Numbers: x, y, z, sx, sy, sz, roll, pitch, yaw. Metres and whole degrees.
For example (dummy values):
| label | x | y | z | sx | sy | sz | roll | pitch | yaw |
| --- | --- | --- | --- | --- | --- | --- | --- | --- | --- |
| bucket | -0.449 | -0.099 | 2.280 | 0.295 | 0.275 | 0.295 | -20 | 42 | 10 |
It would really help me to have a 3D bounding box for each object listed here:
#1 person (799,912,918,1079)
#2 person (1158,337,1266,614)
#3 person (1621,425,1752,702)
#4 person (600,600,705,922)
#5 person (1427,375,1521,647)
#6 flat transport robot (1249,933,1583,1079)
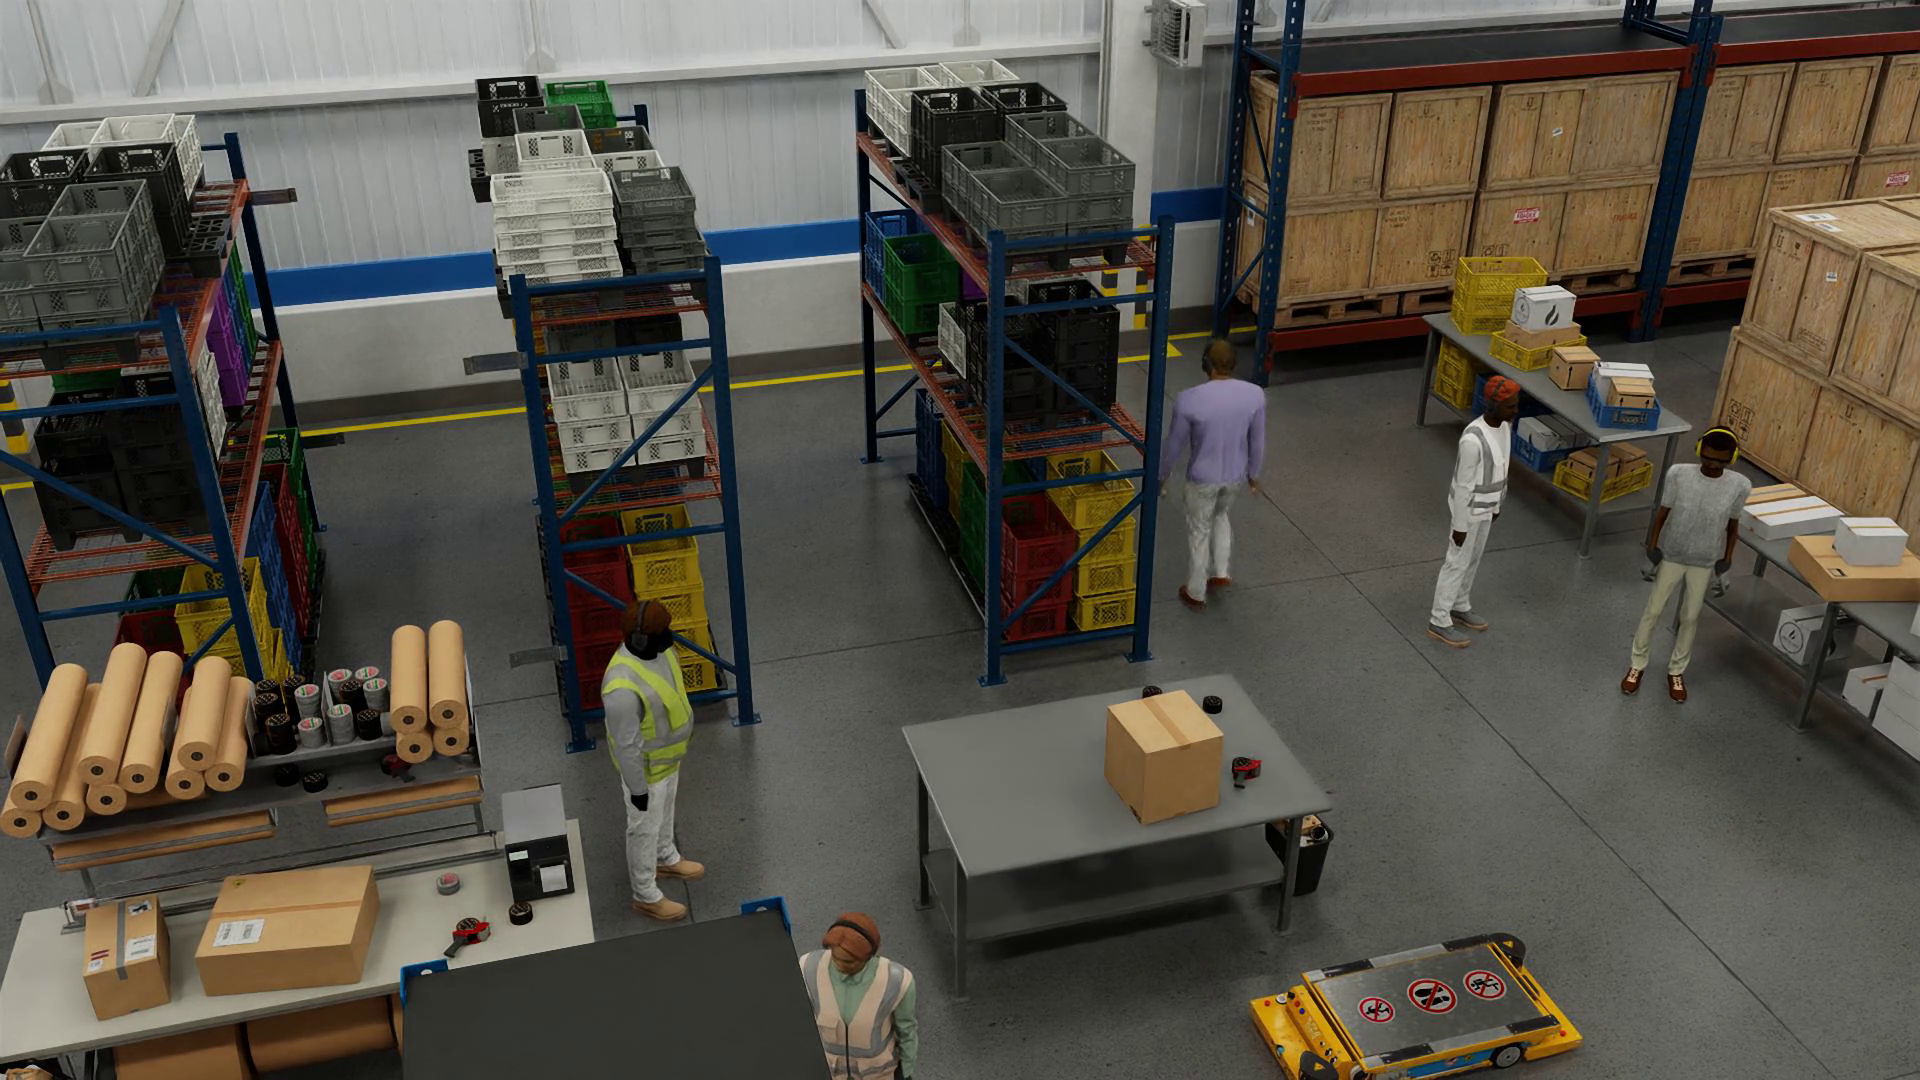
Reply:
| label | x | y | z | sx | sy | sz | roll | pitch | yaw |
| --- | --- | --- | --- | --- | --- | --- | --- | --- | --- |
| person | -0.424 | 2.155 | 6.801 | 0.514 | 1.638 | 0.310 | 5 | 29 | 8 |
| person | 1.696 | -0.425 | 11.212 | 0.693 | 1.910 | 0.455 | -10 | 30 | -17 |
| person | 4.480 | 0.141 | 10.235 | 0.518 | 1.865 | 0.326 | 10 | 30 | 18 |
| person | -1.566 | 1.107 | 8.514 | 0.430 | 1.837 | 0.629 | 4 | 29 | 7 |
| person | 3.364 | -0.202 | 10.848 | 0.343 | 1.877 | 0.578 | 22 | 35 | 34 |
| flat transport robot | 2.184 | 2.282 | 7.980 | 1.431 | 0.197 | 0.652 | -8 | 30 | -14 |
